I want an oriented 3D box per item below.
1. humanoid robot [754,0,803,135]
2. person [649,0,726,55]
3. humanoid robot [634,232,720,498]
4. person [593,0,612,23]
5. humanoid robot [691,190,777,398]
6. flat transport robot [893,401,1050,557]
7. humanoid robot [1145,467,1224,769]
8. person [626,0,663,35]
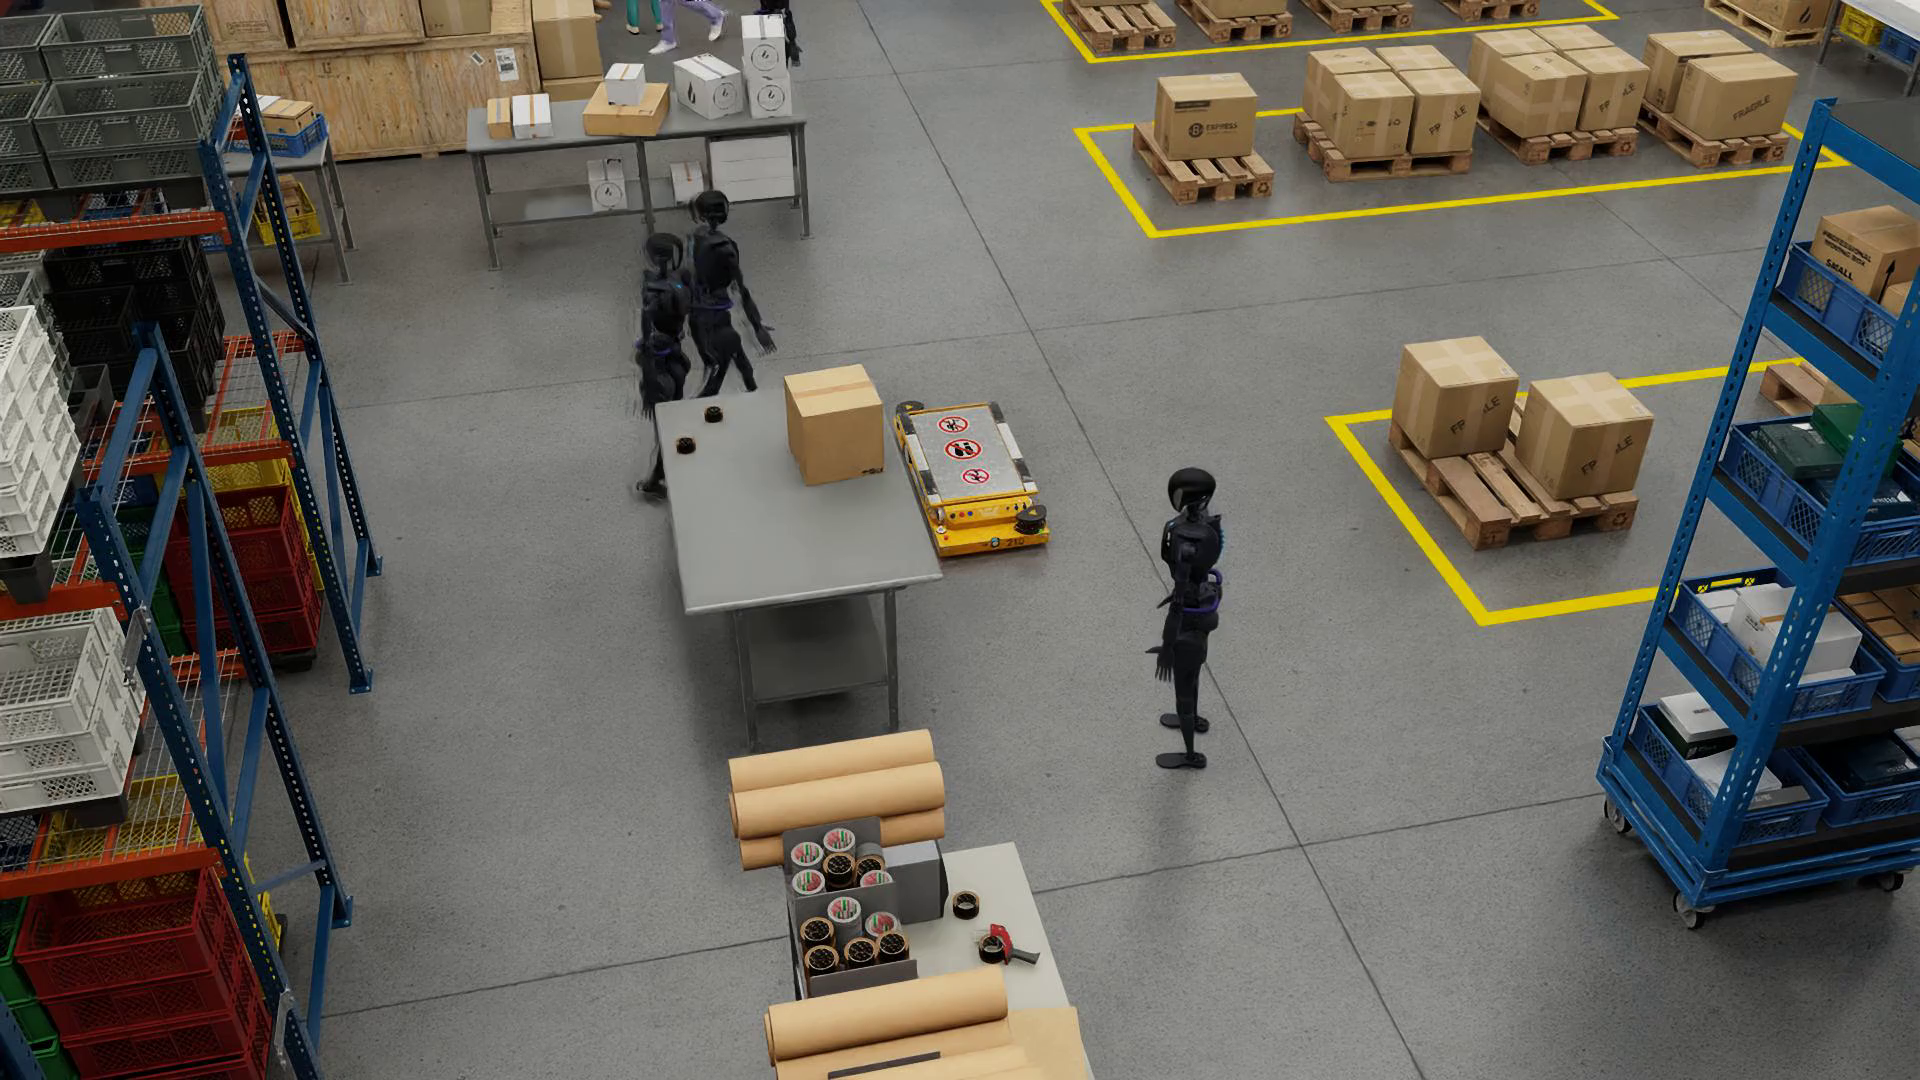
[{"bbox_3d":[-1.563,-4.296,14.138,0.318,1.652,0.603,-18,40,-23],"label":"humanoid robot"},{"bbox_3d":[-2.672,-5.571,15.674,0.715,1.906,0.595,-28,45,-32],"label":"person"},{"bbox_3d":[-1.702,-1.030,9.771,0.454,1.637,0.622,10,38,13],"label":"humanoid robot"},{"bbox_3d":[-3.739,-6.180,16.377,0.538,2.000,0.682,4,37,5],"label":"person"},{"bbox_3d":[-1.514,-1.352,10.234,0.782,1.632,0.582,-15,39,-19],"label":"humanoid robot"},{"bbox_3d":[0.046,-0.430,10.108,0.652,0.197,1.431,-8,37,-10],"label":"flat transport robot"},{"bbox_3d":[1.077,0.357,7.891,0.348,1.649,0.570,7,37,9],"label":"humanoid robot"},{"bbox_3d":[-3.143,-5.790,16.079,0.523,1.769,0.314,-8,37,-11],"label":"person"}]
